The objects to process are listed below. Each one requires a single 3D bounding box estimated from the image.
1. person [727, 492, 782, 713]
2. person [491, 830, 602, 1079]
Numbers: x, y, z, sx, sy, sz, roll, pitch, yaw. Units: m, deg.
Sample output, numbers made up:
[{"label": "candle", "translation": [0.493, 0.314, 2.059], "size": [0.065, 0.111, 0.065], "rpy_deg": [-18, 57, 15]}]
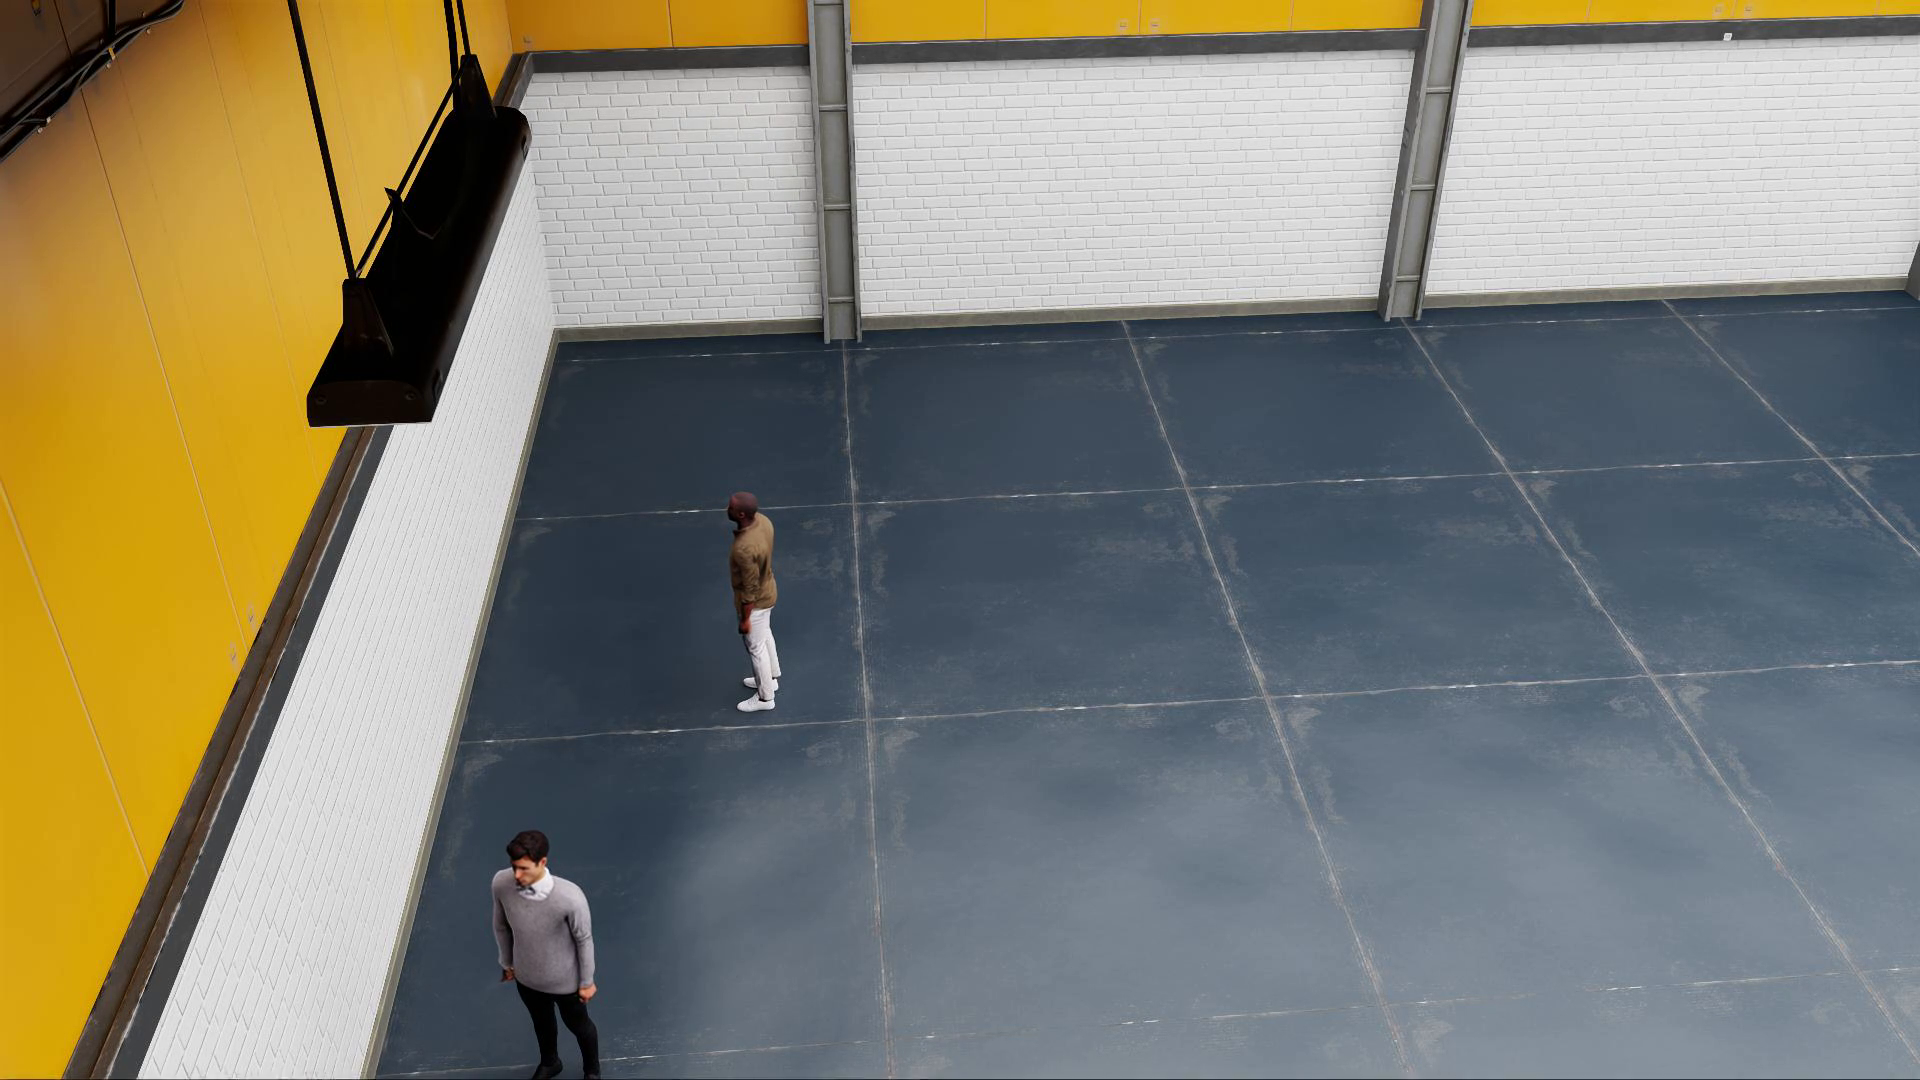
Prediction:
[{"label": "person", "translation": [-1.489, 0.427, 12.009], "size": [0.630, 1.825, 0.764], "rpy_deg": [3, 34, 4]}, {"label": "person", "translation": [-2.234, 2.321, 9.071], "size": [0.717, 1.923, 0.880], "rpy_deg": [9, 35, 13]}]
